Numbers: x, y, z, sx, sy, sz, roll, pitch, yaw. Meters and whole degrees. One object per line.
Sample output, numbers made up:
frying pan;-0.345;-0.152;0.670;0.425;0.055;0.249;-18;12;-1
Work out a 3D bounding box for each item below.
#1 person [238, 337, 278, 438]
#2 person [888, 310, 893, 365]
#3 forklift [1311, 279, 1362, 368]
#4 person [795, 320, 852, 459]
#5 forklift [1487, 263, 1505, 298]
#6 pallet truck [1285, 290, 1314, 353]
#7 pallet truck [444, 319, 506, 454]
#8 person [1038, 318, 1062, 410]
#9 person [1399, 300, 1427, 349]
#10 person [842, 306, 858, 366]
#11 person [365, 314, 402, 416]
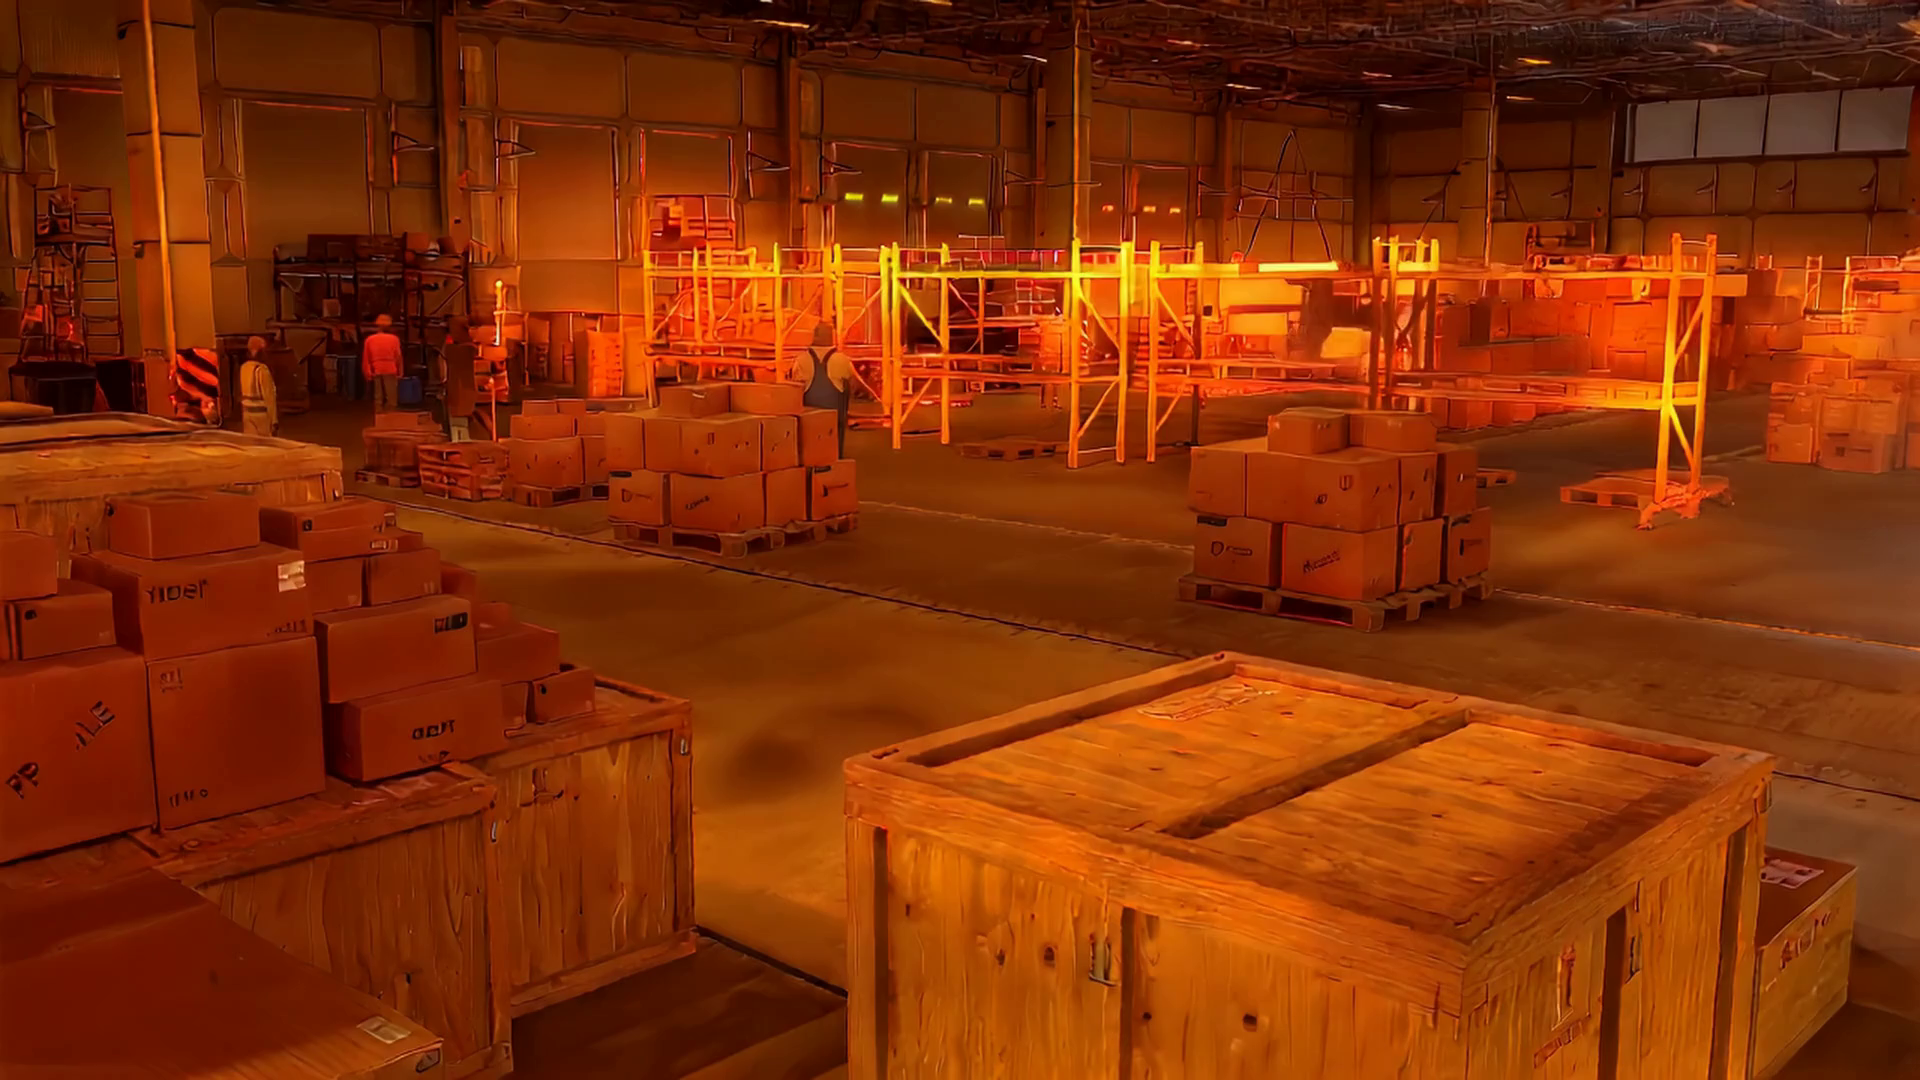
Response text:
person;-7.999;-1.377;19.038;0.572;1.883;0.355;7;12;38
person;-1.755;-5.222;43.520;0.642;1.589;0.573;6;11;34
forklift;9.725;-6.001;44.339;1.873;2.768;1.129;1;9;4
person;-1.640;-1.649;20.220;0.681;2.000;0.538;0;9;3
forklift;14.873;-6.339;46.413;1.873;2.768;1.129;3;10;17
pallet truck;11.297;-6.951;52.861;1.885;1.965;0.823;-5;11;-29
pallet truck;-6.981;-1.942;22.150;1.885;1.965;0.823;1;9;9
person;1.723;-3.332;31.493;0.484;1.735;0.335;-5;10;-27
person;10.649;-4.675;39.116;0.657;1.925;0.453;6;11;32
person;-3.066;-5.524;45.107;0.780;1.670;0.535;-7;11;-35
person;-9.455;-2.750;27.347;0.585;1.918;0.380;1;9;6
